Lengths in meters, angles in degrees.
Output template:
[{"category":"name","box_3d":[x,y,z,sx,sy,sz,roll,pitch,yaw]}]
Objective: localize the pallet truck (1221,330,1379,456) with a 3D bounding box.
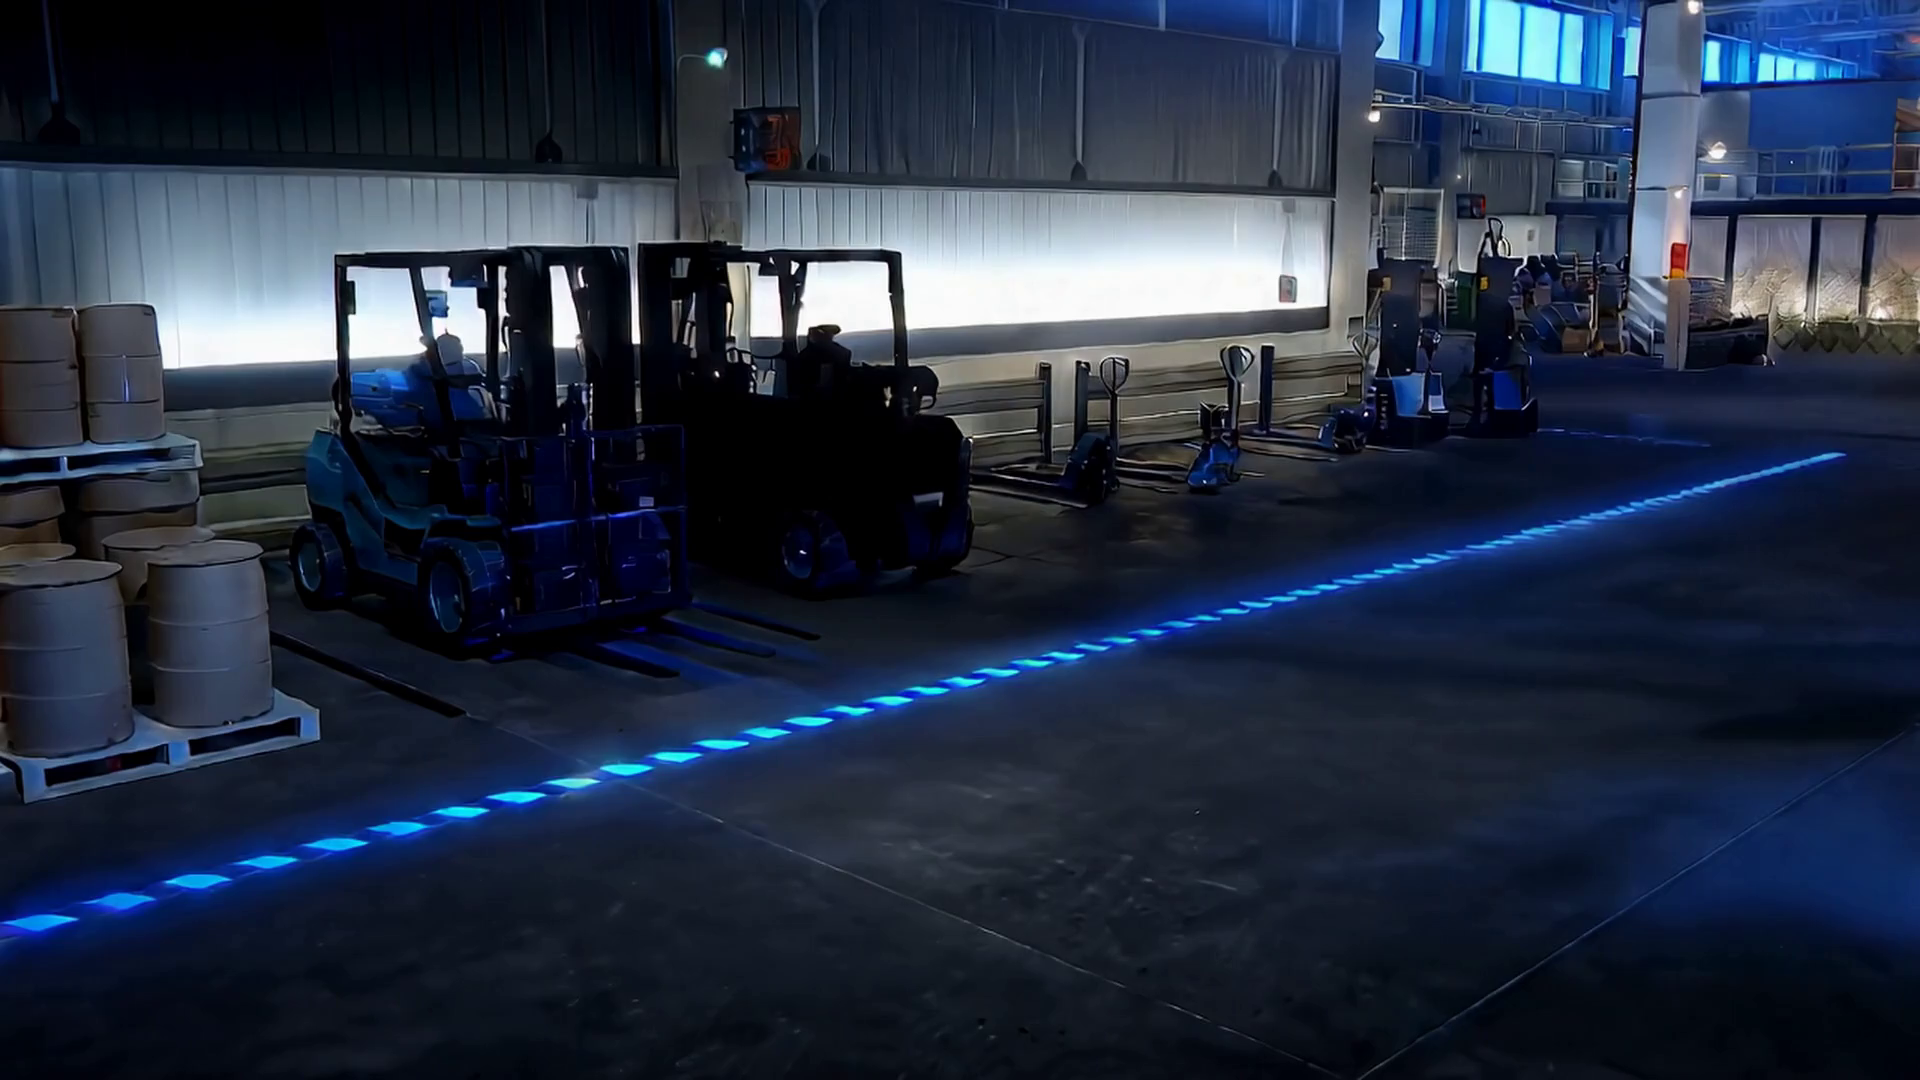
[{"category":"pallet truck","box_3d":[3.563,-1.581,17.381,0.653,1.274,1.630,-10,14,-44]}]

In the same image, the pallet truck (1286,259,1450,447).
[{"category":"pallet truck","box_3d":[4.493,-2.078,18.196,0.823,1.965,1.885,-9,14,-40]}]

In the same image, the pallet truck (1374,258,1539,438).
[{"category":"pallet truck","box_3d":[5.704,-2.208,18.901,1.885,1.965,0.823,10,14,43]}]

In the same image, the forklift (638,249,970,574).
[{"category":"forklift","box_3d":[-1.173,-0.958,11.239,2.680,1.987,1.157,10,14,43]}]

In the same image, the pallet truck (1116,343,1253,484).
[{"category":"pallet truck","box_3d":[1.962,-1.215,15.415,1.522,1.261,0.704,10,14,43]}]

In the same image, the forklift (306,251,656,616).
[{"category":"forklift","box_3d":[-2.833,-0.669,9.694,1.157,1.987,2.680,-10,14,-44]}]

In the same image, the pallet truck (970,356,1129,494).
[{"category":"pallet truck","box_3d":[0.784,-1.085,14.876,0.680,1.201,1.601,-10,14,-44]}]
